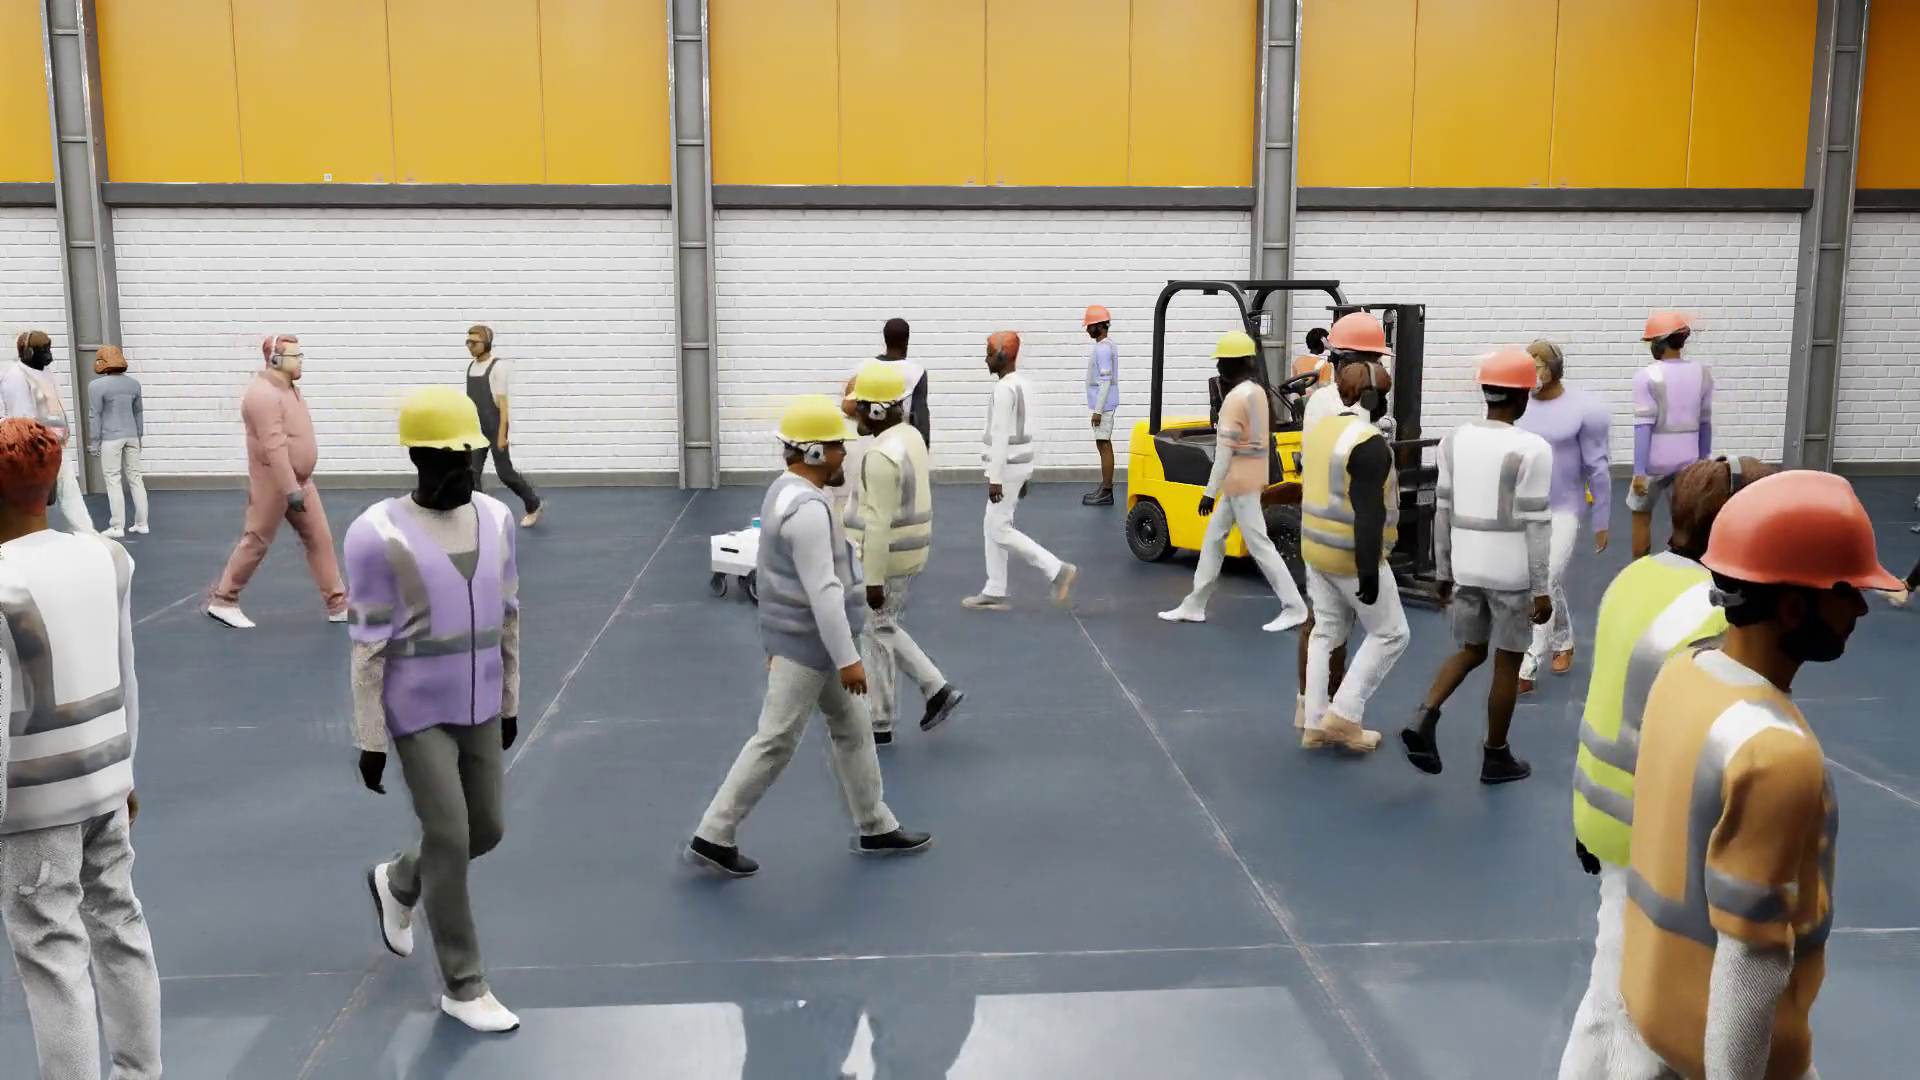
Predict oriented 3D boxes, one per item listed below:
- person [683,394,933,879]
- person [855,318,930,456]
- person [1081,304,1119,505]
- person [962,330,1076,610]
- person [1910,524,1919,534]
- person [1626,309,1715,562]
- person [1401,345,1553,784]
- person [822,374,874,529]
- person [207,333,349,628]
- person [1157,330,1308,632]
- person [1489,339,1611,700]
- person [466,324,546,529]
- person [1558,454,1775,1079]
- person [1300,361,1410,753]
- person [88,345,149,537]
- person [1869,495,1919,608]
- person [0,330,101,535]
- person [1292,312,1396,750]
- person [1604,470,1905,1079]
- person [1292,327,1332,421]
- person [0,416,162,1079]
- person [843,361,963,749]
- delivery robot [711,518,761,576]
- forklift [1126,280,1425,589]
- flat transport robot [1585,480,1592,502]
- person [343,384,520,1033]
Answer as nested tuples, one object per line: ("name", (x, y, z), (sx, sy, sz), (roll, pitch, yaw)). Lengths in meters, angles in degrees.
("person", (-0.589, 0.357, 6.124), (0.931, 1.792, 0.590), (-1, 9, -7))
("person", (-0.515, -0.704, 12.420), (0.618, 1.901, 0.578), (4, 10, 21))
("person", (1.344, -1.296, 16.035), (0.372, 1.933, 0.542), (2, 9, 10))
("person", (0.380, -0.437, 10.851), (0.696, 1.866, 0.576), (2, 9, 11))
("person", (8.389, -0.874, 14.021), (0.705, 1.723, 0.541), (-4, 10, -22))
("person", (4.753, -0.528, 11.027), (0.634, 2.003, 0.993), (-2, 9, -14))
("person", (2.243, 0.131, 7.108), (0.608, 1.919, 0.548), (-6, 11, -34))
("person", (-0.641, -0.221, 10.254), (0.508, 1.616, 0.608), (-5, 10, -27))
("person", (-4.275, -0.363, 10.431), (1.005, 1.864, 0.633), (0, 9, 1))
("person", (1.757, -0.360, 10.355), (0.979, 1.880, 0.605), (3, 9, 17))
("person", (3.148, -0.135, 8.936), (1.033, 1.888, 0.631), (-9, 12, -43))
("person", (-3.960, -0.939, 14.185), (0.512, 1.816, 0.877), (6, 11, 34))
("person", (1.733, 0.713, 3.812), (0.823, 1.812, 0.642), (1, 9, 8))
("person", (1.799, 0.090, 7.656), (0.458, 1.822, 0.652), (-2, 9, -13))
("person", (-7.150, -0.838, 14.127), (0.281, 1.624, 0.494), (4, 10, 23))
("person", (6.359, -0.308, 10.695), (0.863, 1.643, 0.558), (6, 11, 31))
("person", (-7.138, -0.726, 12.912), (0.981, 1.790, 0.648), (0, 9, -1))
("person", (1.814, -0.045, 7.839), (0.386, 2.039, 0.615), (-1, 9, -8))
("person", (1.270, 0.814, 2.905), (0.951, 1.905, 0.553), (0, 9, 1))
("person", (3.560, -1.298, 16.806), (0.318, 1.691, 0.532), (-5, 11, -31))
("person", (-2.205, 0.641, 4.033), (0.358, 1.882, 0.574), (2, 9, 10))
("person", (-0.314, 0.085, 7.704), (0.492, 1.821, 0.611), (2, 9, 14))
("delivery robot", (-1.367, 0.091, 11.346), (0.707, 0.478, 0.477), (7, 12, 39))
("forklift", (2.301, -0.860, 12.475), (1.214, 2.155, 2.313), (-6, 11, -35))
("flat transport robot", (5.490, -0.504, 16.264), (1.431, 0.197, 0.652), (-1, 9, -9))
("person", (-1.594, 0.479, 5.000), (0.709, 1.908, 0.590), (6, 11, 33))
